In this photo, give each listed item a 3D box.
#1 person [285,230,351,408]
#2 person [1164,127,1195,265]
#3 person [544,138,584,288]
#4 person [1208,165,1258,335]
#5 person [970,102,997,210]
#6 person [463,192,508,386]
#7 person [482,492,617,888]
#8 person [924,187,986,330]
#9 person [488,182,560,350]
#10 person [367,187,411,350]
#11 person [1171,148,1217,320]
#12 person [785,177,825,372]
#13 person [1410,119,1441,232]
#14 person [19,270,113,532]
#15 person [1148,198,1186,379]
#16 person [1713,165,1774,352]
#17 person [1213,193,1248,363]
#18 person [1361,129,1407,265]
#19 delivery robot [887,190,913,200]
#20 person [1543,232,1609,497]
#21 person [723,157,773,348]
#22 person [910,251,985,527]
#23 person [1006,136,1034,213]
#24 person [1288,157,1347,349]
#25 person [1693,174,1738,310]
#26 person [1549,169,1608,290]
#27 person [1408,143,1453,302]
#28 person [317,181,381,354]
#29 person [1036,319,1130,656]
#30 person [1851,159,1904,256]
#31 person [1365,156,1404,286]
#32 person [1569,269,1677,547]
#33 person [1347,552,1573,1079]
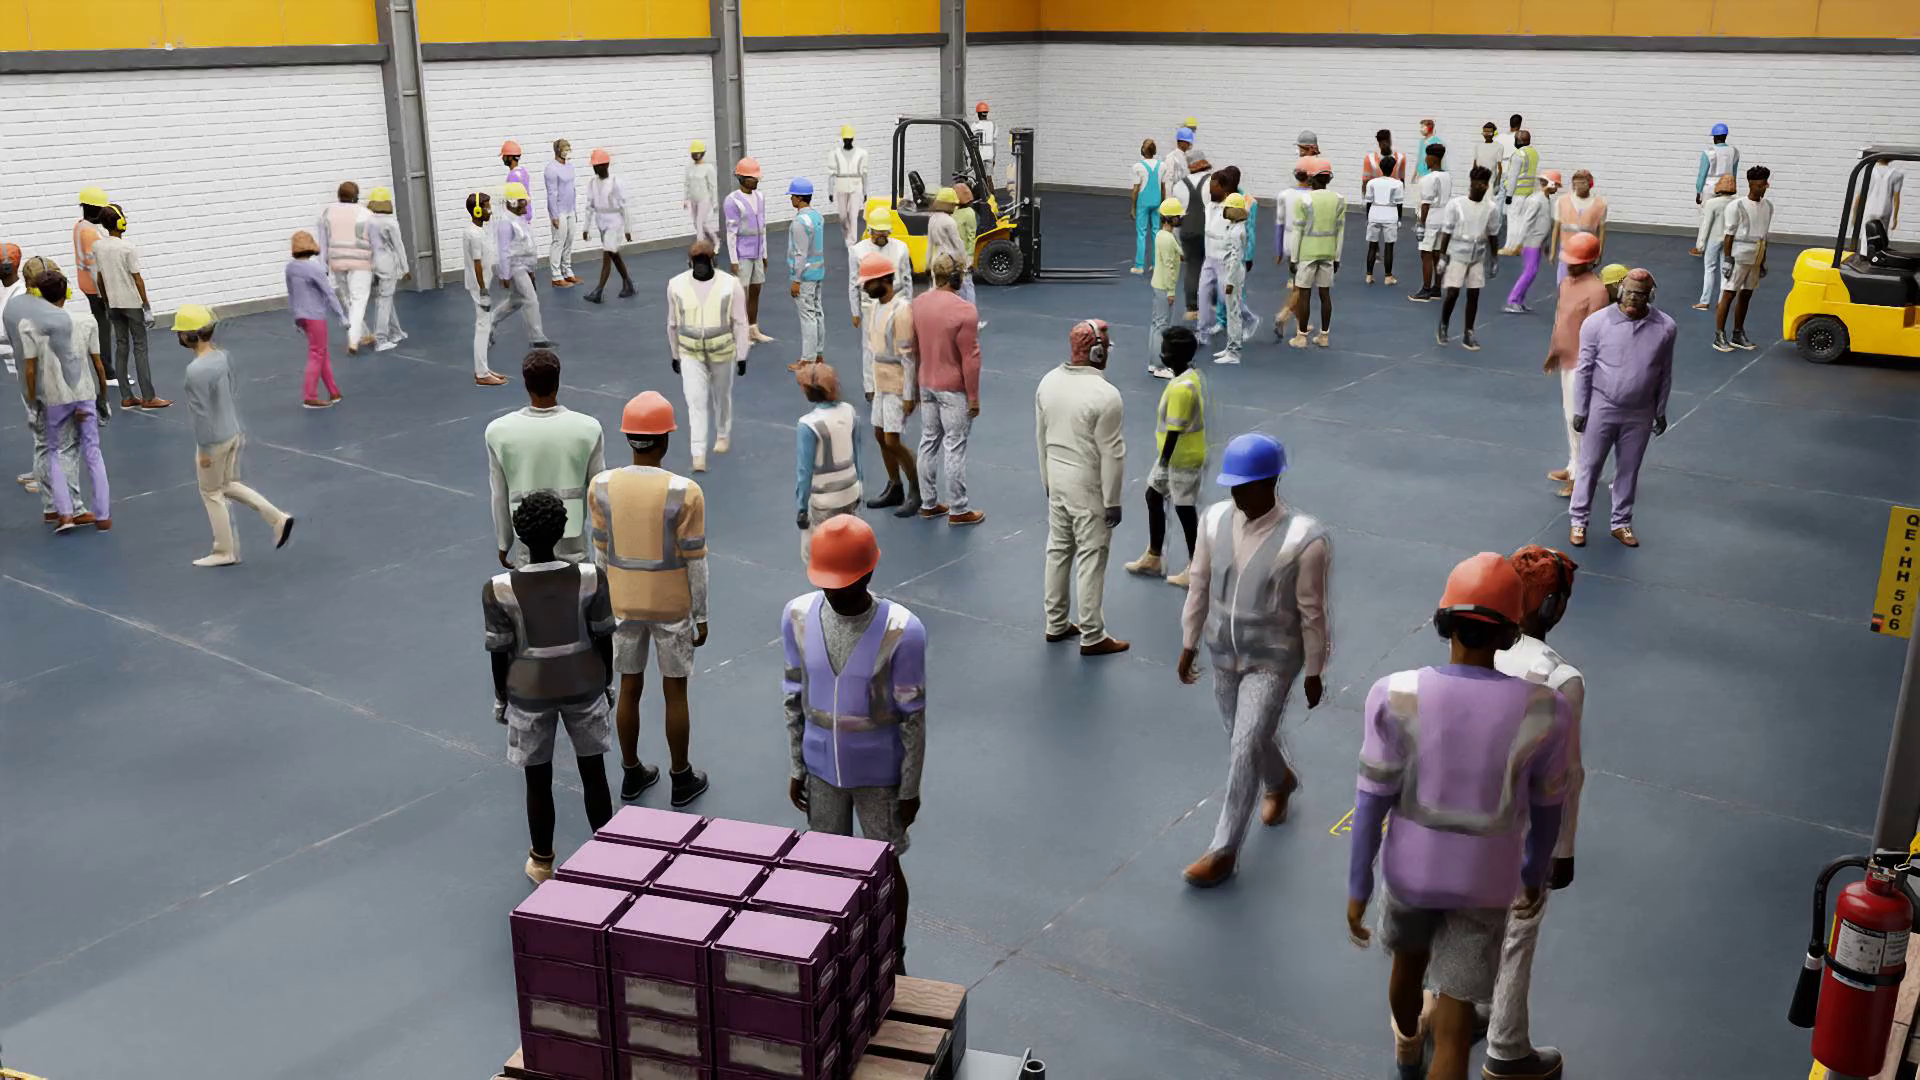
[{"bbox_3d":[-5.906,-2.021,15.268,0.596,1.616,0.481,12,21,33],"label":"person"},{"bbox_3d":[3.153,-4.917,23.813,0.416,1.938,0.615,17,24,42],"label":"person"},{"bbox_3d":[-5.228,-4.299,21.895,0.377,1.931,0.624,4,18,13],"label":"person"},{"bbox_3d":[3.019,-3.208,18.525,0.587,1.903,0.408,15,23,38],"label":"person"},{"bbox_3d":[0.413,-6.971,30.255,0.539,1.929,0.388,-11,21,-31],"label":"person"},{"bbox_3d":[-4.642,-2.432,16.162,0.322,1.861,0.514,-6,19,-17],"label":"person"},{"bbox_3d":[-1.666,0.627,6.849,0.531,1.698,0.320,-7,19,-20],"label":"person"},{"bbox_3d":[-0.120,-3.035,18.343,0.955,1.674,0.483,-8,19,-24],"label":"person"},{"bbox_3d":[-4.806,-2.929,17.823,0.849,1.801,0.591,0,18,0],"label":"person"},{"bbox_3d":[-6.176,-2.952,18.016,0.512,1.709,0.790,7,19,21],"label":"person"},{"bbox_3d":[2.887,-3.664,19.716,0.760,2.000,0.909,8,20,25],"label":"person"},{"bbox_3d":[-1.551,-2.666,16.747,0.386,1.948,0.601,4,18,12],"label":"person"},{"bbox_3d":[7.557,-5.952,27.226,0.593,1.816,0.590,-3,18,-8],"label":"person"},{"bbox_3d":[-6.213,-0.954,11.581,0.540,1.842,0.425,-13,22,-34],"label":"person"},{"bbox_3d":[2.056,-2.496,16.506,0.316,1.769,0.523,-1,18,-3],"label":"person"},{"bbox_3d":[8.399,-3.005,17.782,0.604,1.963,0.367,-7,19,-21],"label":"person"},{"bbox_3d":[2.803,-2.704,17.193,0.285,1.746,0.487,2,18,8],"label":"person"},{"bbox_3d":[6.038,-4.888,23.737,0.624,1.912,0.840,3,18,11],"label":"person"},{"bbox_3d":[-1.091,-5.738,28.455,0.707,0.478,0.477,-1,18,-3],"label":"delivery robot"},{"bbox_3d":[4.654,-1.342,12.577,0.470,1.966,0.763,0,18,-1],"label":"person"},{"bbox_3d":[-2.263,-3.091,17.935,0.397,2.034,0.605,11,21,31],"label":"person"},{"bbox_3d":[-0.101,-1.060,11.736,0.629,1.940,0.379,16,24,41],"label":"person"},{"bbox_3d":[0.887,-5.153,24.728,0.403,1.823,0.588,-5,18,-14],"label":"person"},{"bbox_3d":[3.818,-3.072,17.885,0.601,2.034,0.401,-4,18,-14],"label":"person"},{"bbox_3d":[9.231,-3.614,20.220,0.500,1.633,0.279,-2,18,-7],"label":"person"},{"bbox_3d":[7.049,-3.318,18.986,0.580,1.820,0.592,8,19,23],"label":"person"},{"bbox_3d":[5.909,-3.969,20.815,0.372,1.958,0.598,14,23,38],"label":"person"},{"bbox_3d":[-6.512,-2.914,17.768,0.629,1.806,0.906,2,18,5],"label":"person"},{"bbox_3d":[0.710,-0.300,9.410,0.399,1.909,0.642,-13,22,-35],"label":"person"},{"bbox_3d":[12.173,-4.320,22.125,0.529,1.813,0.849,9,20,26],"label":"person"},{"bbox_3d":[5.614,-4.225,22.036,0.532,1.693,0.319,12,21,33],"label":"person"},{"bbox_3d":[4.470,-0.881,11.236,0.643,1.905,0.399,1,18,4],"label":"person"},{"bbox_3d":[1.542,1.004,5.206,0.613,1.974,1.050,7,19,20],"label":"person"}]
